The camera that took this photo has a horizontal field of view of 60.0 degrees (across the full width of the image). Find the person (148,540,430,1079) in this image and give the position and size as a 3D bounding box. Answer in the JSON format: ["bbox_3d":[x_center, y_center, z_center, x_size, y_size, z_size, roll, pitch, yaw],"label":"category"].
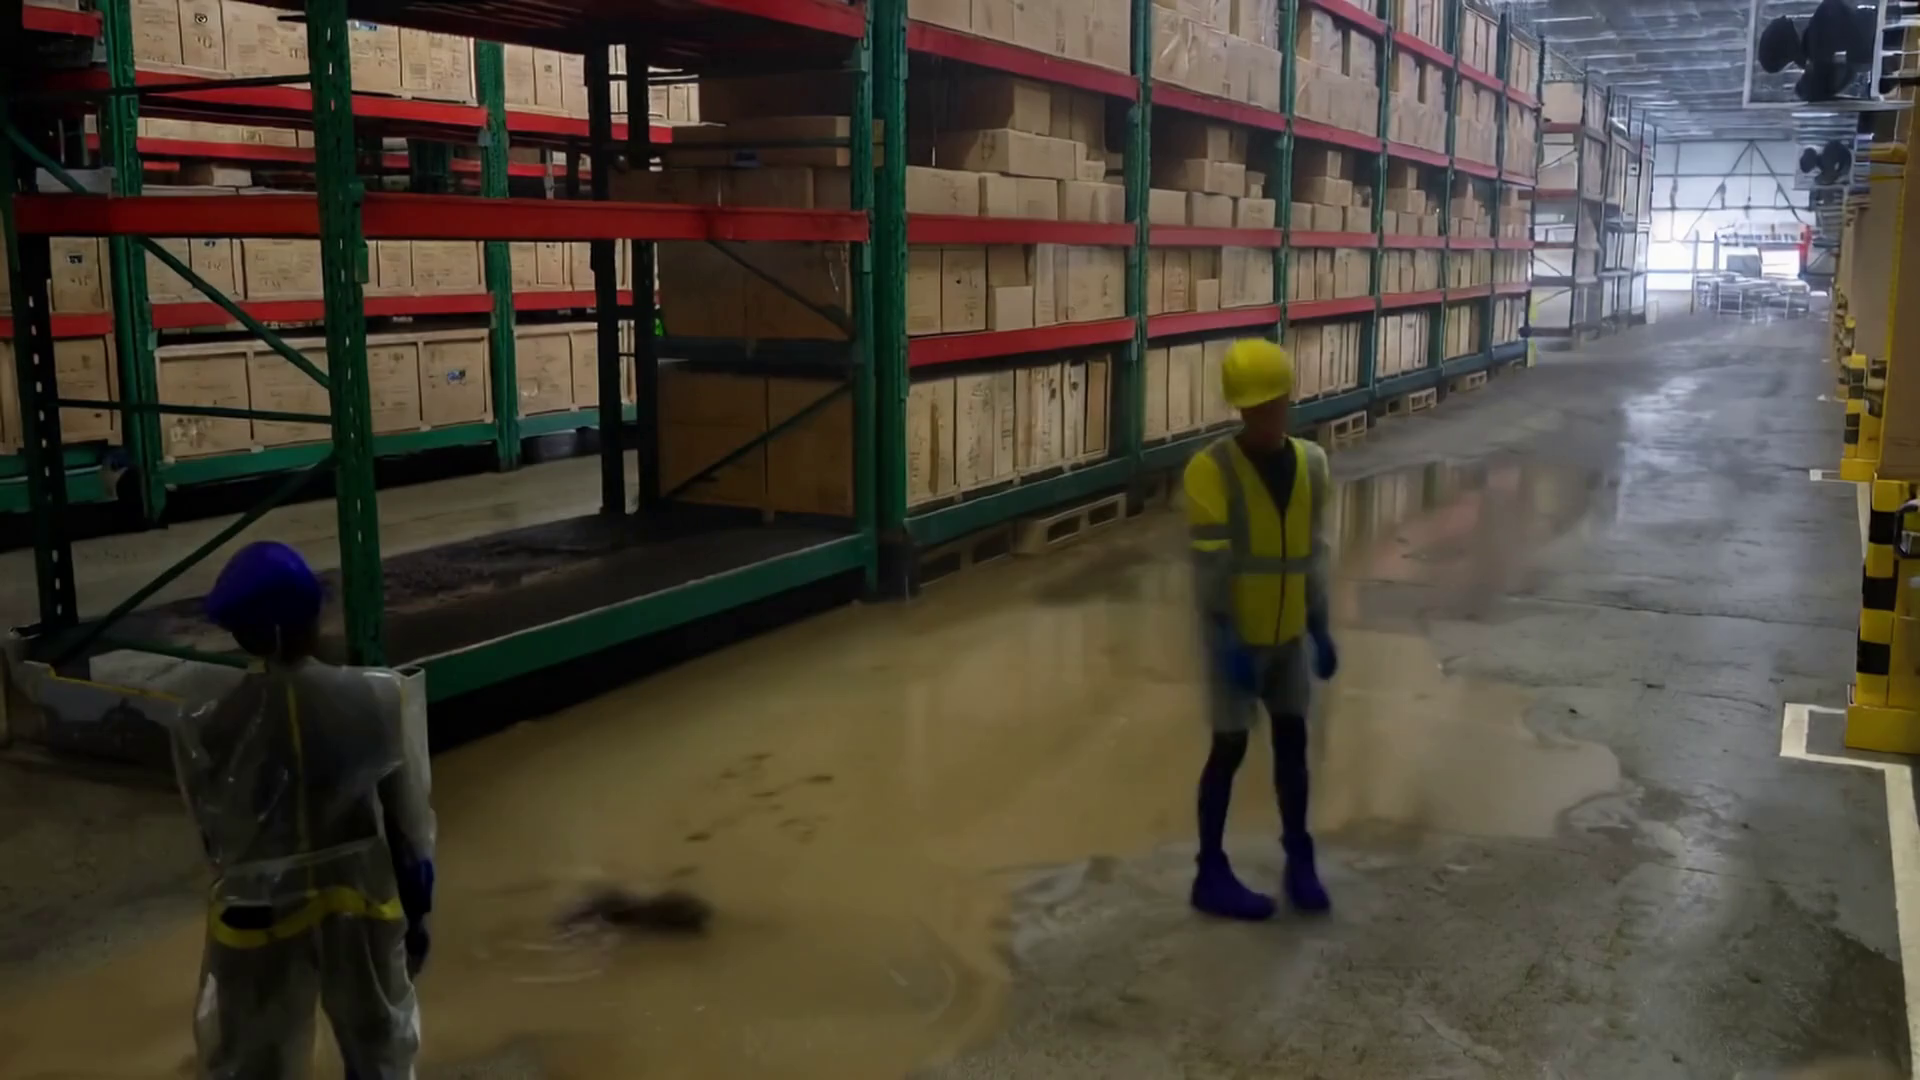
[{"bbox_3d":[-1.278,0.812,3.247,0.515,1.636,0.314,-7,12,-37],"label":"person"}]

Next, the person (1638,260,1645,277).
[{"bbox_3d":[33.715,-12.978,82.201,0.379,1.940,0.629,6,11,29],"label":"person"}]

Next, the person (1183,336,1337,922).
[{"bbox_3d":[0.993,0.288,5.462,0.574,1.928,0.384,-5,11,-27],"label":"person"}]
